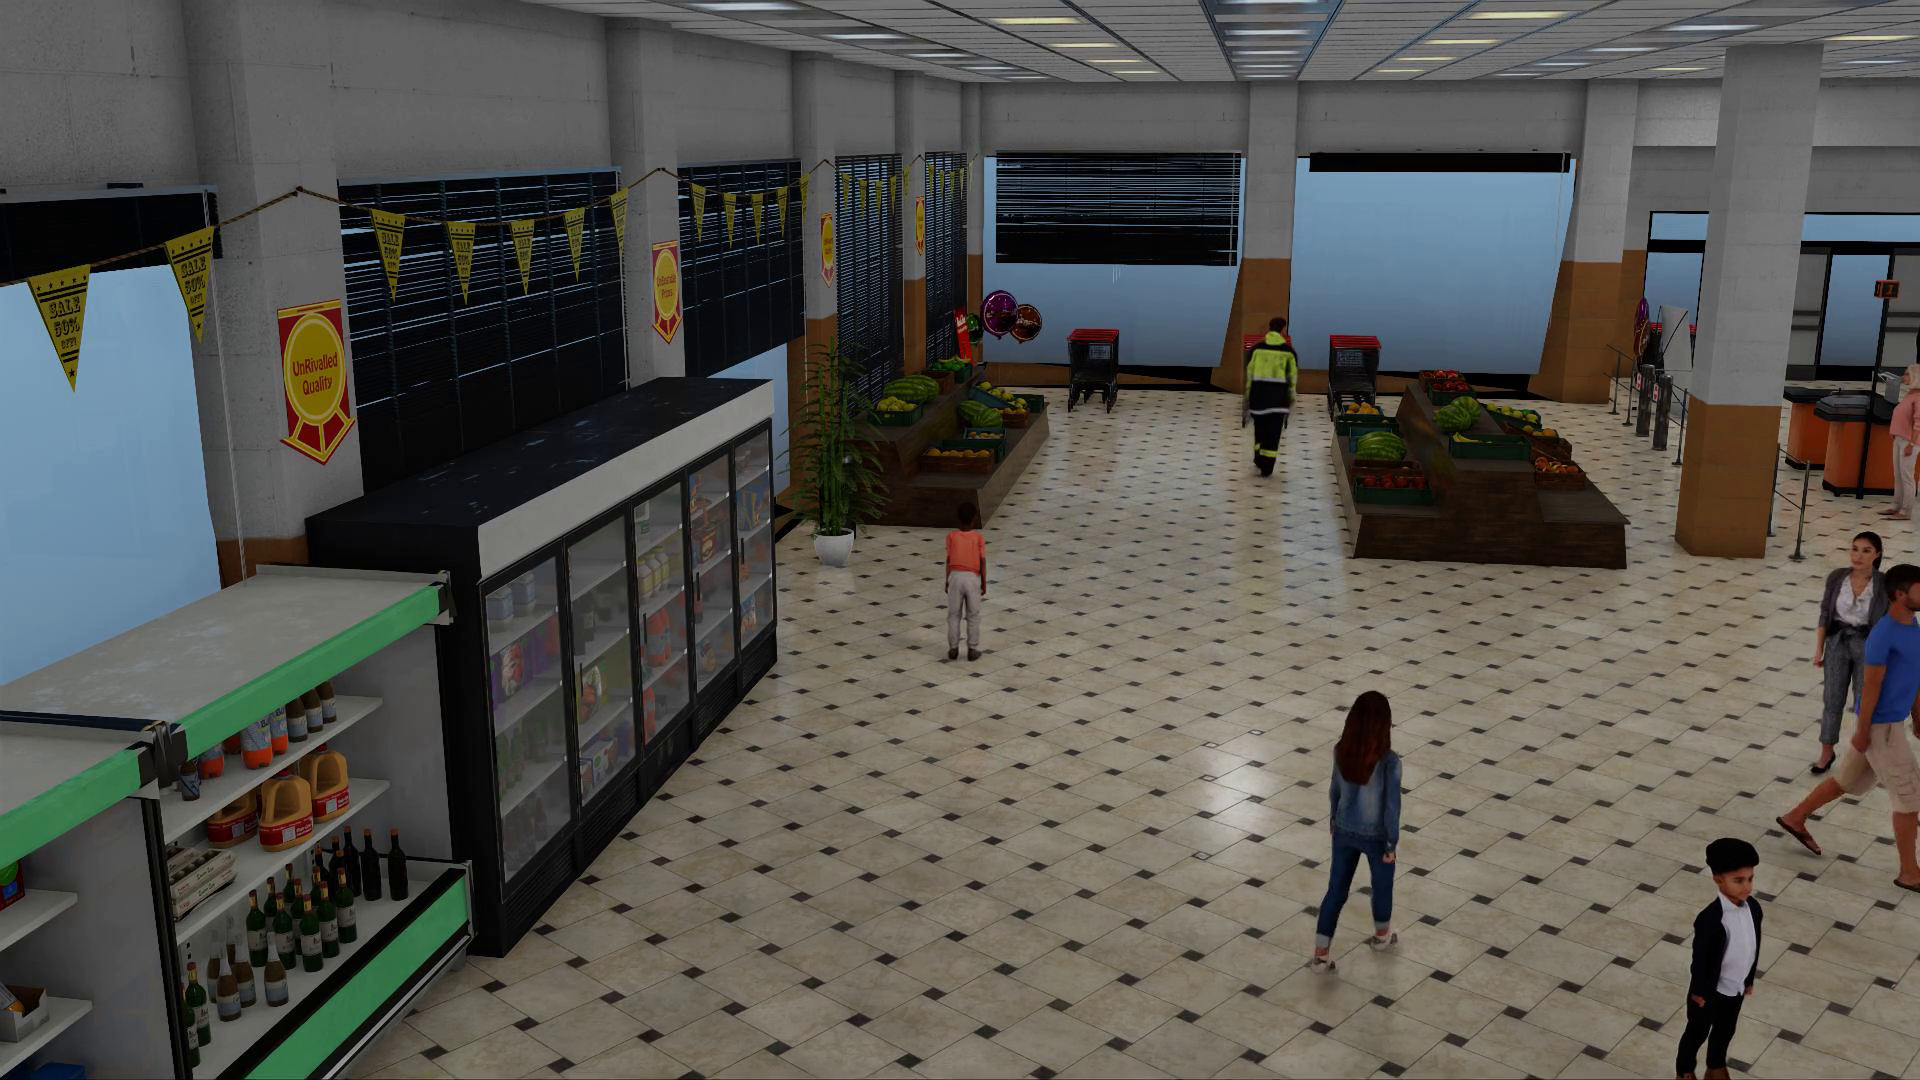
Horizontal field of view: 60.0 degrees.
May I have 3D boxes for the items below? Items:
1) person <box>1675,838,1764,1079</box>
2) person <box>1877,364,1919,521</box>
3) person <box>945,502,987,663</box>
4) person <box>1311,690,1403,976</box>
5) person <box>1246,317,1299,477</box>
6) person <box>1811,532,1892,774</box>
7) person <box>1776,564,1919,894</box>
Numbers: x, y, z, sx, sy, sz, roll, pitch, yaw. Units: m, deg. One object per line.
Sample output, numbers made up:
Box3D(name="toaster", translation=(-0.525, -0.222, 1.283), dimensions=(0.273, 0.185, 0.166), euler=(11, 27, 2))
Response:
Box3D(name="person", translation=(3.307, 1.872, 7.240), dimensions=(0.572, 1.222, 0.600), euler=(-5, 15, -20))
Box3D(name="person", translation=(10.469, -1.088, 18.375), dimensions=(0.657, 1.724, 0.453), euler=(2, 14, 8))
Box3D(name="person", translation=(0.035, 0.336, 13.386), dimensions=(0.483, 1.309, 0.478), euler=(2, 14, 7))
Box3D(name="person", translation=(1.958, 1.499, 8.300), dimensions=(0.888, 1.446, 1.077), euler=(11, 18, 39))
Box3D(name="person", translation=(3.845, -1.771, 20.705), dimensions=(0.875, 1.955, 1.008), euler=(5, 14, 19))
Box3D(name="person", translation=(5.860, 0.753, 10.889), dimensions=(0.751, 1.675, 0.719), euler=(-13, 19, -43))
Box3D(name="person", translation=(5.150, 1.019, 9.451), dimensions=(1.128, 1.837, 1.238), euler=(12, 18, 40))
